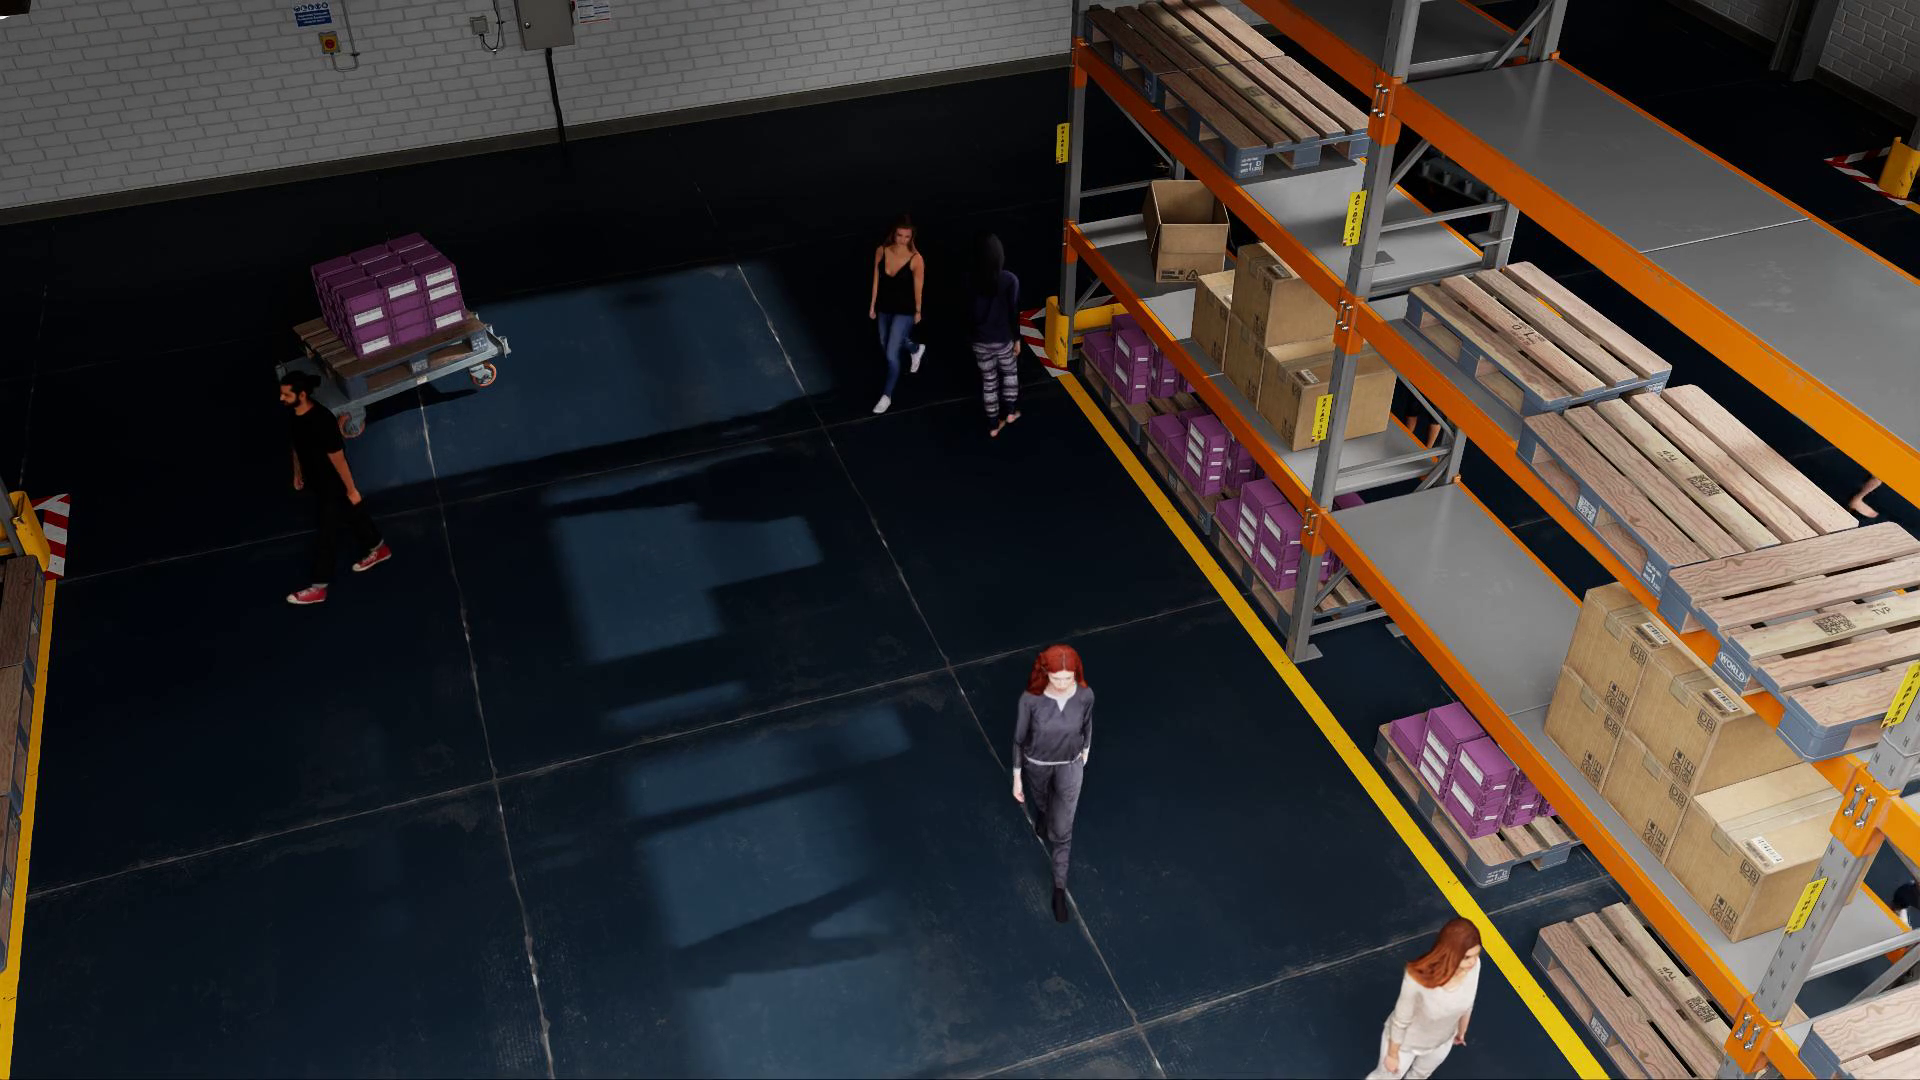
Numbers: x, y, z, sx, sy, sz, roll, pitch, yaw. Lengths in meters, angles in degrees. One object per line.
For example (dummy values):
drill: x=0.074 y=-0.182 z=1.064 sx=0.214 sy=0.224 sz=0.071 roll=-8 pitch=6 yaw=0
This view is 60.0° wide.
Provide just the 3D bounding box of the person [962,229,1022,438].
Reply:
person: x=0.215 y=-1.527 z=12.746 sx=0.772 sy=1.702 sz=0.817 roll=12 pitch=40 yaw=15

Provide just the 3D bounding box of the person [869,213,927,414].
person: x=-0.460 y=-1.859 z=13.182 sx=1.055 sy=1.678 sz=1.027 roll=25 pitch=45 yaw=28

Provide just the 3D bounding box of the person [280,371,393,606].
person: x=-4.237 y=-0.432 z=11.359 sx=0.964 sy=1.722 sz=1.097 roll=-31 pitch=48 yaw=-33

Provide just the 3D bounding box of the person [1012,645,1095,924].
person: x=0.496 y=1.188 z=9.334 sx=0.893 sy=1.718 sz=1.251 roll=1 pitch=39 yaw=1

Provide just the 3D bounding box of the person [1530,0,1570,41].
person: x=6.370 y=-5.719 z=17.916 sx=0.749 sy=1.801 sz=0.717 roll=-25 pitch=45 yaw=-27

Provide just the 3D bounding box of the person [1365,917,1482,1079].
person: x=2.179 y=2.331 z=7.914 sx=0.593 sy=1.703 sz=0.532 roll=-11 pitch=40 yaw=-14
